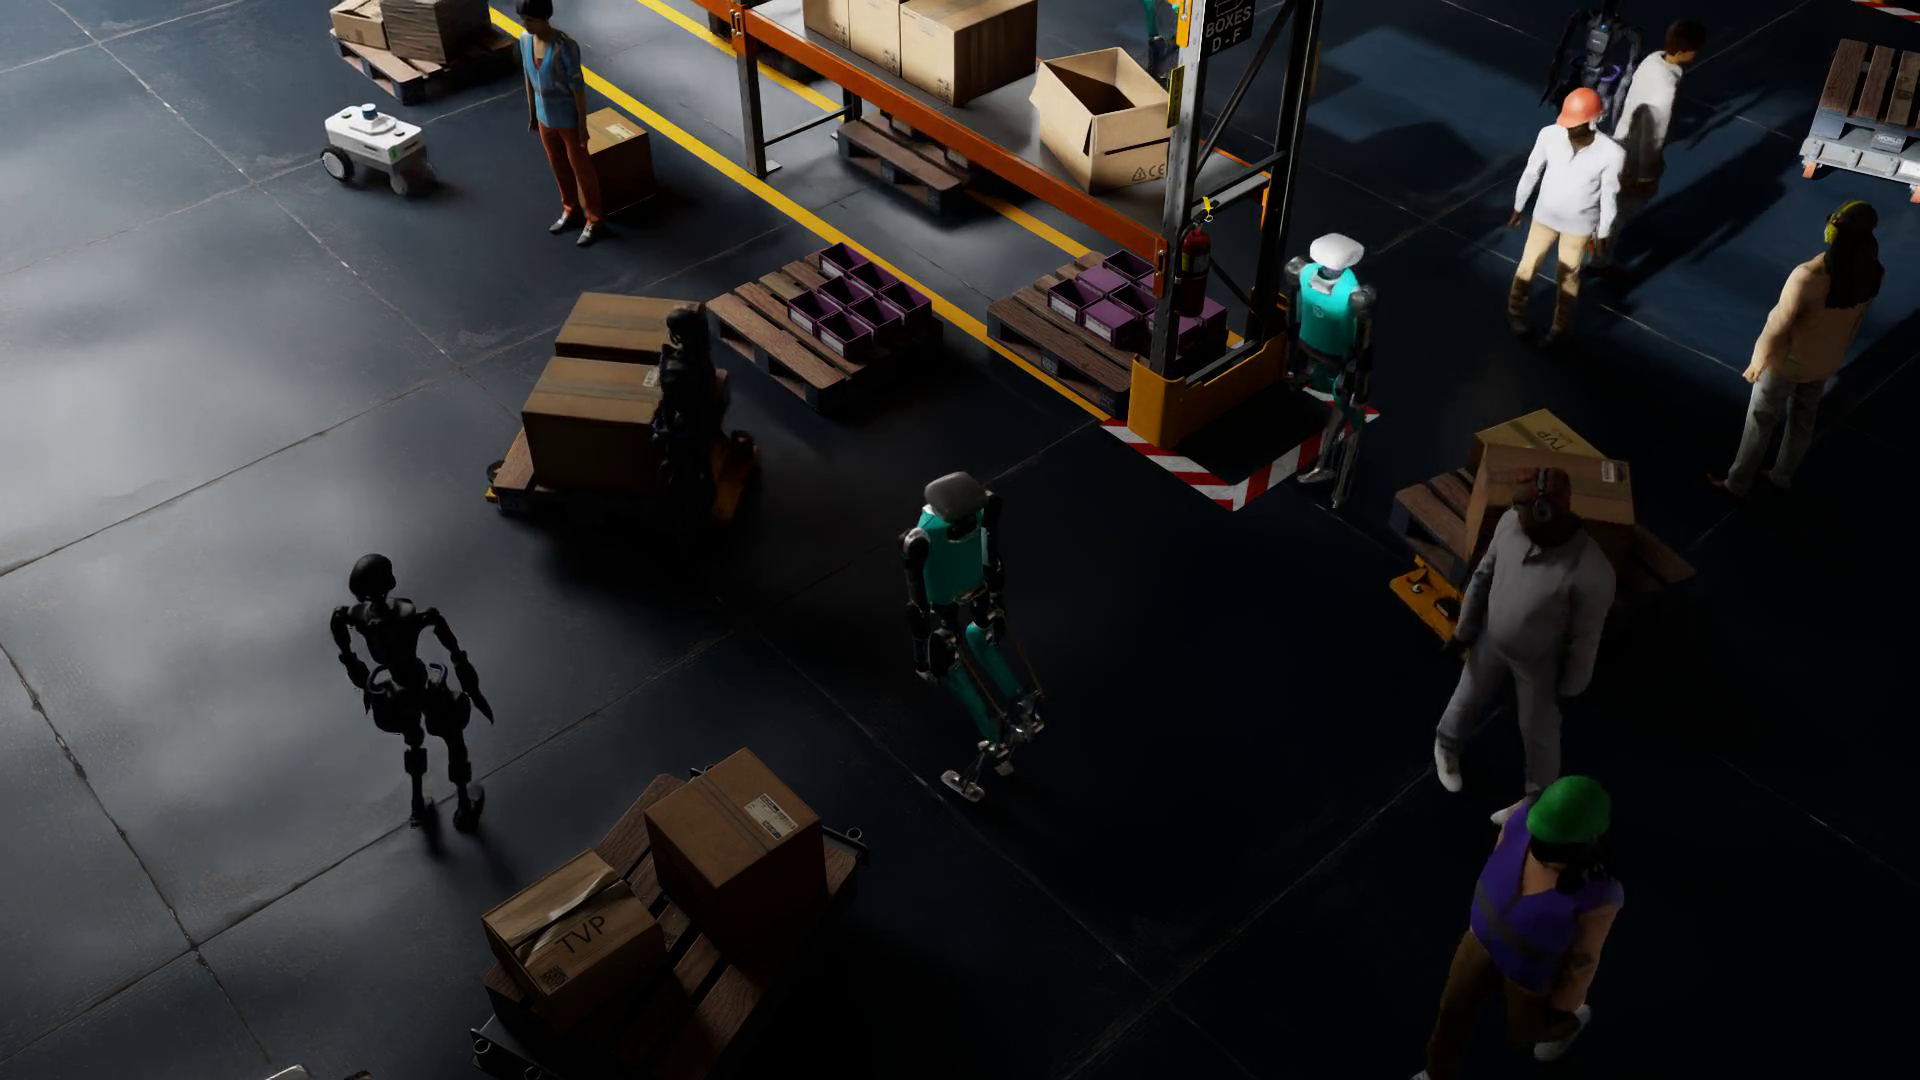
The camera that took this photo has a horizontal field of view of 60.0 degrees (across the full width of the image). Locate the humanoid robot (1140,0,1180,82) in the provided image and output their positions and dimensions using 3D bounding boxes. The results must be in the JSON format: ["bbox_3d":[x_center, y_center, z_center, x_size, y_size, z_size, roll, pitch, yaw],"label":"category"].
[{"bbox_3d":[1.582,-4.222,12.690,0.538,1.894,0.759,-19,46,-19],"label":"humanoid robot"}]

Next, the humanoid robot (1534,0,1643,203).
[{"bbox_3d":[4.347,-3.137,11.475,0.589,1.631,0.611,24,48,24],"label":"humanoid robot"}]

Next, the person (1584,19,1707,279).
[{"bbox_3d":[4.379,-2.469,10.639,0.420,1.815,0.518,7,43,8],"label":"person"}]

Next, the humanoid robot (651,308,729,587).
[{"bbox_3d":[-1.405,-0.498,8.606,0.360,1.639,0.612,9,43,10],"label":"humanoid robot"}]

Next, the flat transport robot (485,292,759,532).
[{"bbox_3d":[-1.930,-0.408,9.538,1.431,0.231,0.659,6,43,6],"label":"flat transport robot"}]

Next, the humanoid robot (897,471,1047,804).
[{"bbox_3d":[0.118,0.511,7.398,0.533,1.722,0.728,-31,51,-29],"label":"humanoid robot"}]

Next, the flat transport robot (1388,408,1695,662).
[{"bbox_3d":[3.084,0.176,8.903,1.431,0.231,0.659,-19,46,-20],"label":"flat transport robot"}]

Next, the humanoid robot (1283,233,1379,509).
[{"bbox_3d":[2.085,-0.951,9.042,0.752,1.778,0.548,-34,52,-31],"label":"humanoid robot"}]

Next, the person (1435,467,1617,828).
[{"bbox_3d":[2.510,0.489,7.398,0.405,1.861,0.668,-25,48,-24],"label":"person"}]

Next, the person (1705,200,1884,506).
[{"bbox_3d":[4.553,-0.978,8.986,0.547,1.869,0.389,-10,44,-11],"label":"person"}]

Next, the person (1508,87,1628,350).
[{"bbox_3d":[3.670,-1.967,10.153,0.626,1.731,0.391,29,50,28],"label":"person"}]

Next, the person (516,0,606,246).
[{"bbox_3d":[-2.665,-2.808,11.049,0.497,1.759,0.333,22,47,22],"label":"person"}]

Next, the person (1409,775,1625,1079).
[{"bbox_3d":[2.155,1.515,6.239,0.808,1.906,0.546,-21,47,-21],"label":"person"}]

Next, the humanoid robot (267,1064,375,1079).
[{"bbox_3d":[-2.179,2.190,5.640,0.874,1.777,0.534,33,52,31],"label":"humanoid robot"}]

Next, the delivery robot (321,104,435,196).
[{"bbox_3d":[-4.213,-2.854,11.994,0.794,0.603,0.499,22,47,22],"label":"delivery robot"}]

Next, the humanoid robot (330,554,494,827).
[{"bbox_3d":[-2.377,0.679,7.310,0.591,1.646,0.341,1,43,1],"label":"humanoid robot"}]
